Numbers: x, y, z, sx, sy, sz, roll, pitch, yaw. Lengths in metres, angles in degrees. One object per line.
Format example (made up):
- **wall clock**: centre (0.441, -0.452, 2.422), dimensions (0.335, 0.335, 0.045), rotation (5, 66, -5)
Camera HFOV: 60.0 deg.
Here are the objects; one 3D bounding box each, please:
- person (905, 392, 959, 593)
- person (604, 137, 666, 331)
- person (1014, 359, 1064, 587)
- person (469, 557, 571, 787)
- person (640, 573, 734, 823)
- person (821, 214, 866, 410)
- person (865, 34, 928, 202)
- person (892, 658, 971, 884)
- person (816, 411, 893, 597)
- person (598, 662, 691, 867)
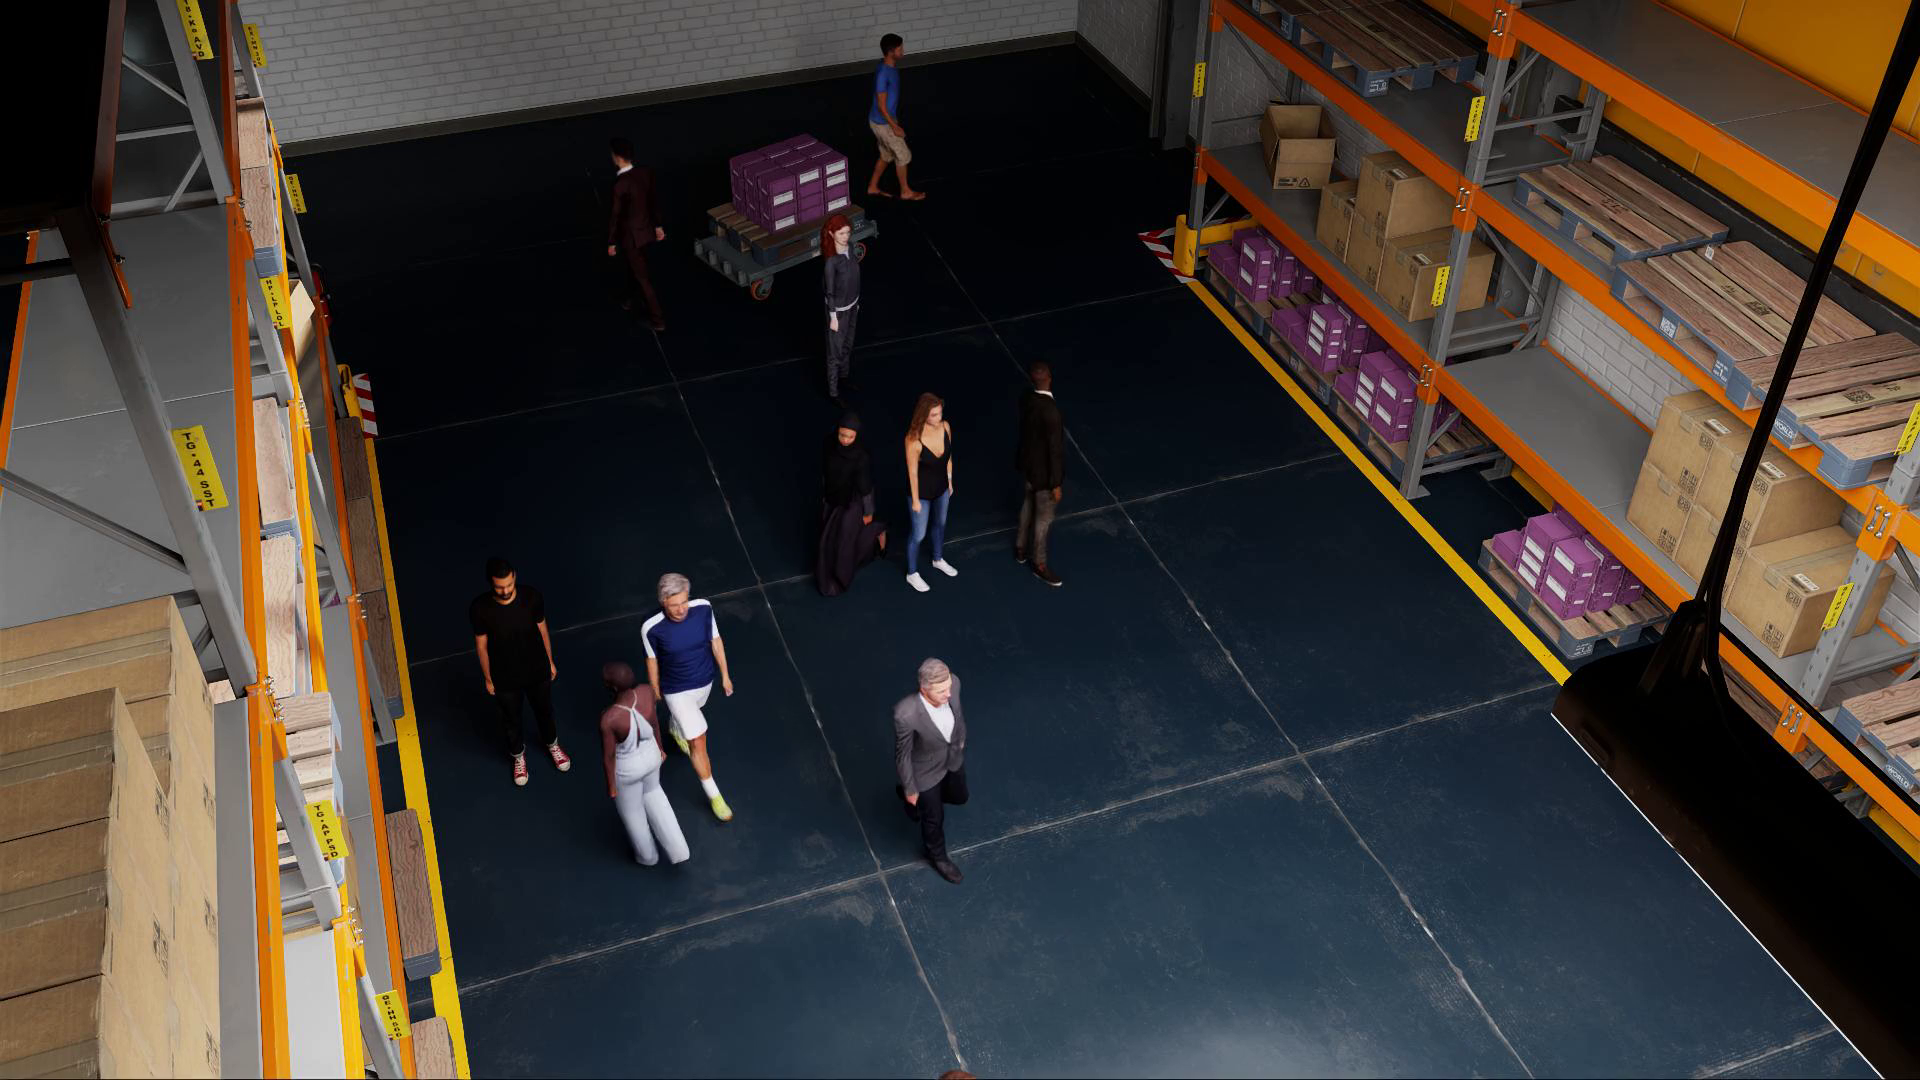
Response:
- **person**: centre (-0.237, -0.389, 12.268), dimensions (0.646, 1.721, 0.643), rotation (32, 48, 33)
- **person**: centre (-2.886, -2.750, 15.131), dimensions (1.164, 1.838, 1.094), rotation (18, 42, 21)
- **person**: centre (0.605, -0.472, 12.325), dimensions (0.880, 1.779, 0.529), rotation (-9, 39, -11)
- **person**: centre (-2.848, 0.816, 10.730), dimensions (0.647, 1.758, 0.589), rotation (-17, 42, -20)
- **person**: centre (-1.786, 0.855, 10.663), dimensions (0.898, 1.781, 1.285), rotation (-25, 45, -28)
- **person**: centre (-1.011, -1.971, 14.201), dimensions (0.702, 1.781, 0.639), rotation (16, 41, 19)
- **person**: centre (-0.775, -4.299, 17.079), dimensions (0.943, 1.827, 0.947), rotation (1, 39, 1)
- **person**: centre (-0.219, 1.314, 10.058), dimensions (1.067, 1.818, 0.979), rotation (26, 46, 29)
- **person**: centre (-0.776, -0.323, 12.294), dimensions (0.908, 1.585, 1.000), rotation (-31, 48, -33)
- **person**: centre (-1.876, 1.421, 9.971), dimensions (0.860, 1.760, 0.777), rotation (29, 47, 31)
